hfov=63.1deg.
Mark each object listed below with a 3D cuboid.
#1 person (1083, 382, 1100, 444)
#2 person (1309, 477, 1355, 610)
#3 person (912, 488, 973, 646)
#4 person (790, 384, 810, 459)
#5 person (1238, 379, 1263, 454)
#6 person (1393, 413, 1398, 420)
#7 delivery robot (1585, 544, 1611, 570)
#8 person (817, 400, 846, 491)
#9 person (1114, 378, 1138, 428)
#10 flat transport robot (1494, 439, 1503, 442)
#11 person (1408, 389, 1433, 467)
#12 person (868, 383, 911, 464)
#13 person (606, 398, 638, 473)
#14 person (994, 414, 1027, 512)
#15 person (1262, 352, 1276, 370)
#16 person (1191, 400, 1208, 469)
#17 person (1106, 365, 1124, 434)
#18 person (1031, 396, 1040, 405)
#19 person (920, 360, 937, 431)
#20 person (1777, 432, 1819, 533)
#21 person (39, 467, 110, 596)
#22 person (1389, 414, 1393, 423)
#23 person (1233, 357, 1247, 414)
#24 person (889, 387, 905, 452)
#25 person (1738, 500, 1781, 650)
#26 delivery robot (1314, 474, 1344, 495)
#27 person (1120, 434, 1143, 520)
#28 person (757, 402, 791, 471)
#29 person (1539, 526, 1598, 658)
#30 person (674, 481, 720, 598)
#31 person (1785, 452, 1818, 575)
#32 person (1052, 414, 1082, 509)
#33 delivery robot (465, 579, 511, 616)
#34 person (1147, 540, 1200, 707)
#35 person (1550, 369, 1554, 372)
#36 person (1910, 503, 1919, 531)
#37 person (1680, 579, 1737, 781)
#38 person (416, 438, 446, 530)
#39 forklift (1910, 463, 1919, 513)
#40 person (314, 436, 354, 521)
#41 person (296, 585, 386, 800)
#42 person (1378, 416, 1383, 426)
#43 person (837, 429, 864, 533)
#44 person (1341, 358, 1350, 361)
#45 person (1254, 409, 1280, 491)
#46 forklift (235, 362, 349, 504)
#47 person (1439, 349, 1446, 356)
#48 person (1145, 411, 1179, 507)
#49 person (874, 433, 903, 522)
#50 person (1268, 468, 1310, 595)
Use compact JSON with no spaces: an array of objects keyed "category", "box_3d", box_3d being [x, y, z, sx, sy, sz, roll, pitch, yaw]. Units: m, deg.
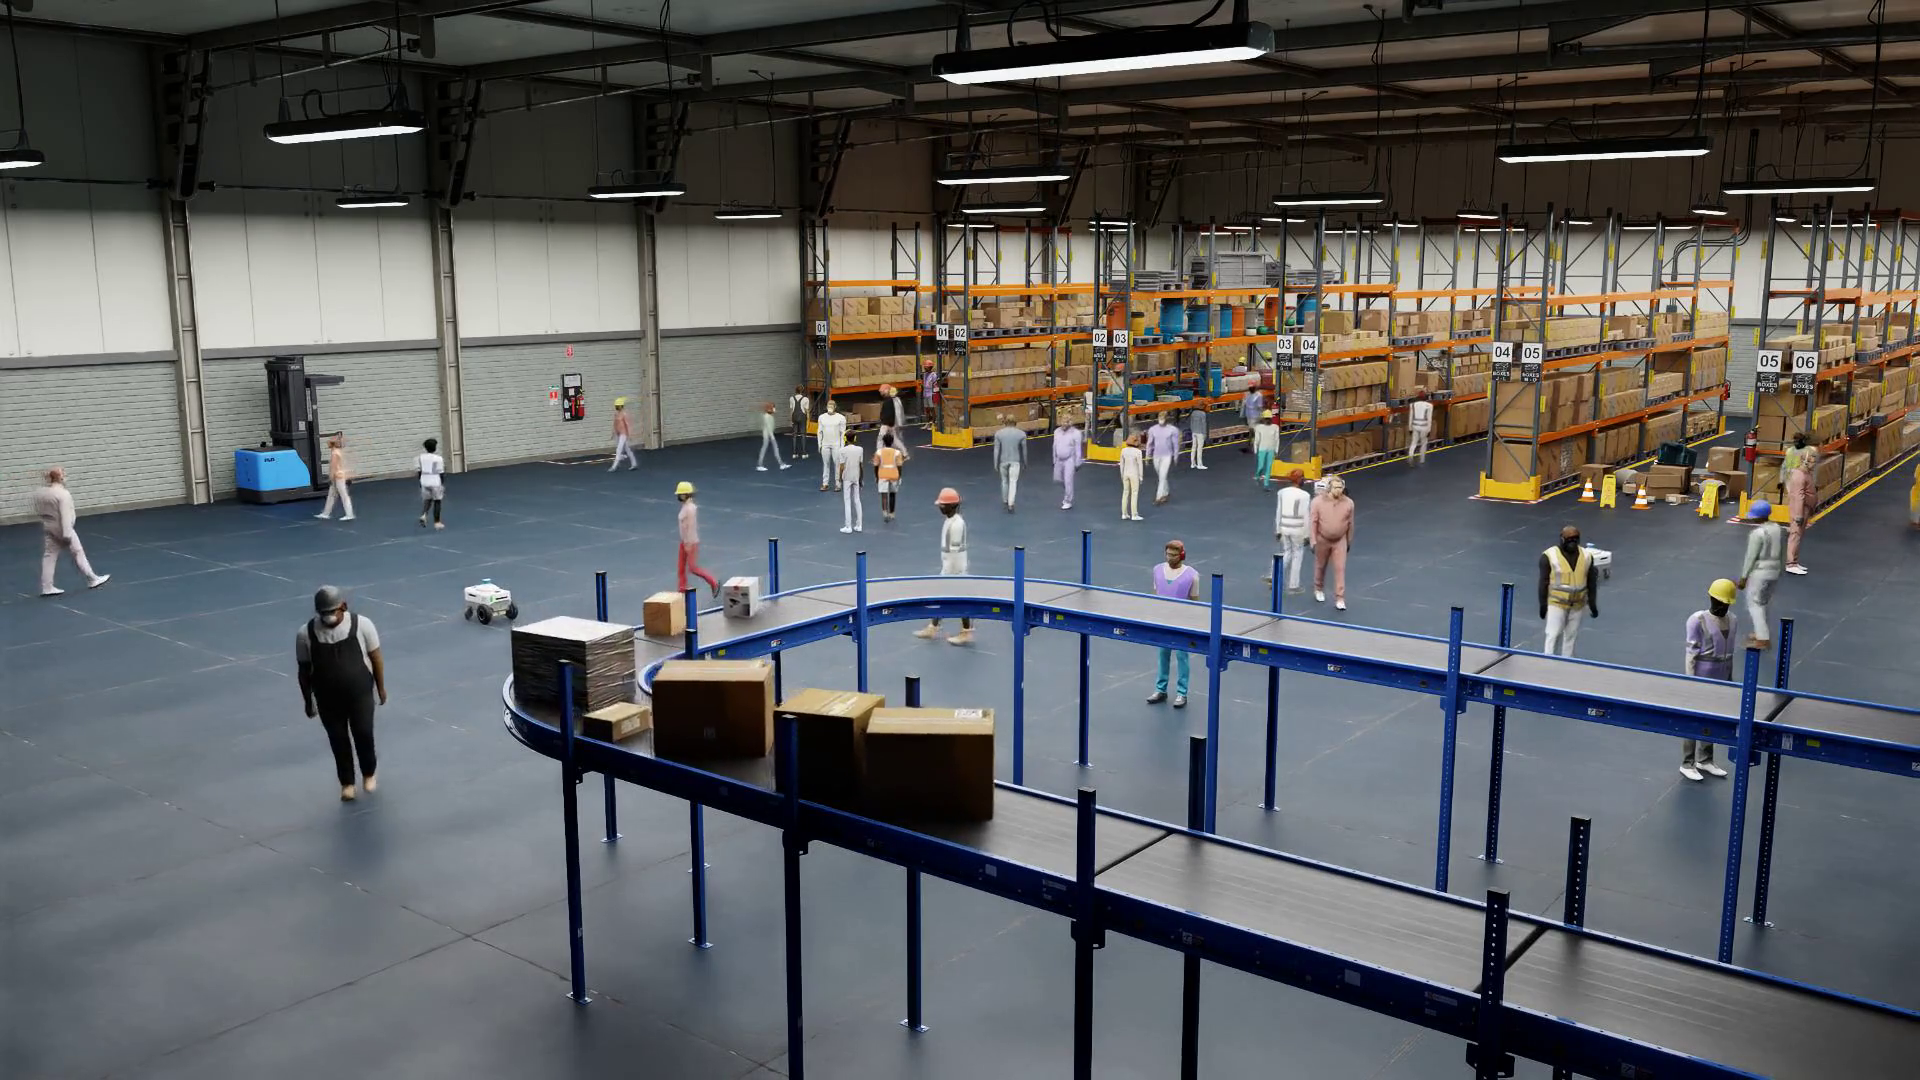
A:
[{"category":"person","box_3d":[3.539,-3.420,42.093,0.513,1.642,0.311,9,13,41]},{"category":"person","box_3d":[5.252,0.015,22.178,0.645,1.862,0.984,1,10,5]},{"category":"person","box_3d":[-0.237,0.342,19.869,0.860,2.012,0.646,-2,10,-9]},{"category":"person","box_3d":[-3.977,-2.947,38.884,0.505,1.841,0.331,2,10,10]},{"category":"person","box_3d":[7.389,-3.141,39.818,0.975,1.882,0.558,-8,13,-38]},{"category":"person","box_3d":[13.823,-4.742,48.690,0.628,1.955,1.018,8,13,39]},{"category":"delivery robot","box_3d":[9.685,0.301,24.065,0.707,0.478,0.477,-7,12,-34]},{"category":"person","box_3d":[-2.737,-2.012,33.335,0.632,1.940,0.372,2,10,10]},{"category":"person","box_3d":[4.430,-3.446,41.733,0.660,1.824,0.485,6,12,31]},{"category":"flat transport robot","box_3d":[14.711,-2.710,42.073,0.652,0.197,1.431,3,10,15]},{"category":"person","box_3d":[10.902,-2.644,37.141,0.573,1.862,0.740,7,12,36]},{"category":"person","box_3d":[-1.690,-2.823,37.918,1.017,1.961,0.605,1,10,5]},{"category":"person","box_3d":[-7.859,-2.440,36.357,0.901,1.719,0.540,-9,13,-40]},{"category":"person","box_3d":[0.991,-1.521,30.733,0.646,1.893,1.024,1,10,8]},{"category":"person","box_3d":[10.651,-5.609,53.998,0.620,1.787,0.603,-6,12,-30]},{"category":"person","box_3d":[5.637,-2.494,36.902,0.286,1.633,0.500,-6,12,-30]},{"category":"person","box_3d":[4.476,-4.014,44.614,0.617,1.940,1.040,7,12,34]},{"category":"person","box_3d":[2.429,-4.896,49.576,0.550,1.935,0.364,7,12,35]},{"category":"person","box_3d":[-0.900,-4.177,45.226,0.374,2.044,0.605,-7,12,-36]},{"category":"person","box_3d":[14.995,-1.030,28.133,0.619,1.820,0.646,-4,11,-21]},{"category":"person","box_3d":[-13.138,-0.145,23.030,0.678,1.856,0.965,6,11,29]},{"category":"person","box_3d":[12.812,-4.228,46.692,0.530,1.628,0.360,5,11,27]},{"category":"person","box_3d":[9.040,-4.958,50.207,0.588,1.834,0.403,5,11,24]},{"category":"person","box_3d":[-1.670,-2.886,38.686,0.756,1.792,0.600,1,10,3]},{"category":"person","box_3d":[10.141,0.431,19.714,0.675,1.903,0.470,-8,13,-36]},{"category":"delivery robot","box_3d":[7.562,-1.113,32.022,0.477,0.478,0.707,9,14,43]},{"category":"person","box_3d":[3.251,-1.195,29.589,0.507,1.632,0.267,10,14,44]},{"category":"person","box_3d":[-4.374,-2.409,36.524,0.839,1.593,0.500,1,10,7]},{"category":"person","box_3d":[7.028,0.739,18.128,0.636,1.842,0.429,-1,10,-3]},{"category":"person","box_3d":[-3.851,0.021,22.426,0.700,1.749,0.539,-4,11,-22]},{"category":"person","box_3d":[13.201,-0.429,24.517,0.405,1.904,0.652,6,12,29]},{"category":"person","box_3d":[2.116,-1.562,30.933,0.655,1.888,0.467,8,13,39]},{"category":"delivery robot","box_3d":[-6.461,0.775,21.398,0.707,0.478,0.477,9,13,42]},{"category":"person","box_3d":[2.361,0.899,17.209,0.563,1.846,0.389,8,13,38]},{"category":"person","box_3d":[19.539,-5.348,52.099,0.340,1.942,0.552,-9,13,-41]},{"category":"person","box_3d":[17.569,-1.040,28.021,0.604,1.899,1.020,-3,10,-15]},{"category":"person","box_3d":[7.084,1.301,14.744,0.584,1.918,0.381,-4,11,-23]},{"category":"person","box_3d":[-9.605,-1.016,28.441,0.544,1.680,0.409,2,10,13]},{"category":"forklift","box_3d":[19.034,-1.348,28.998,2.313,2.155,1.214,8,13,37]},{"category":"person","box_3d":[-11.812,-1.147,29.368,0.780,1.602,0.545,-3,11,-18]},{"category":"person","box_3d":[-5.581,1.373,14.111,0.733,2.000,0.540,-3,10,-14]},{"category":"person","box_3d":[12.057,-4.023,44.730,0.624,1.917,1.019,8,13,36]},{"category":"person","box_3d":[-1.977,-1.064,28.220,0.535,1.859,0.309,-7,12,-33]},{"category":"person","box_3d":[13.545,-5.755,54.589,0.519,1.874,0.327,7,12,33]},{"category":"person","box_3d":[6.541,-1.912,33.322,0.522,1.748,0.373,0,10,-2]},{"category":"forklift","box_3d":[-13.803,-2.244,32.110,1.129,2.768,1.873,8,13,37]},{"category":"person","box_3d":[16.540,-5.558,53.394,0.650,1.903,0.613,1,10,5]},{"category":"person","box_3d":[4.086,-1.668,31.547,0.649,1.894,1.025,5,11,28]},{"category":"person","box_3d":[-1.344,-1.167,29.346,0.540,1.668,0.795,0,10,-3]},{"category":"person","box_3d":[4.841,-0.119,22.884,0.507,1.870,0.584,-7,12,-35]}]
